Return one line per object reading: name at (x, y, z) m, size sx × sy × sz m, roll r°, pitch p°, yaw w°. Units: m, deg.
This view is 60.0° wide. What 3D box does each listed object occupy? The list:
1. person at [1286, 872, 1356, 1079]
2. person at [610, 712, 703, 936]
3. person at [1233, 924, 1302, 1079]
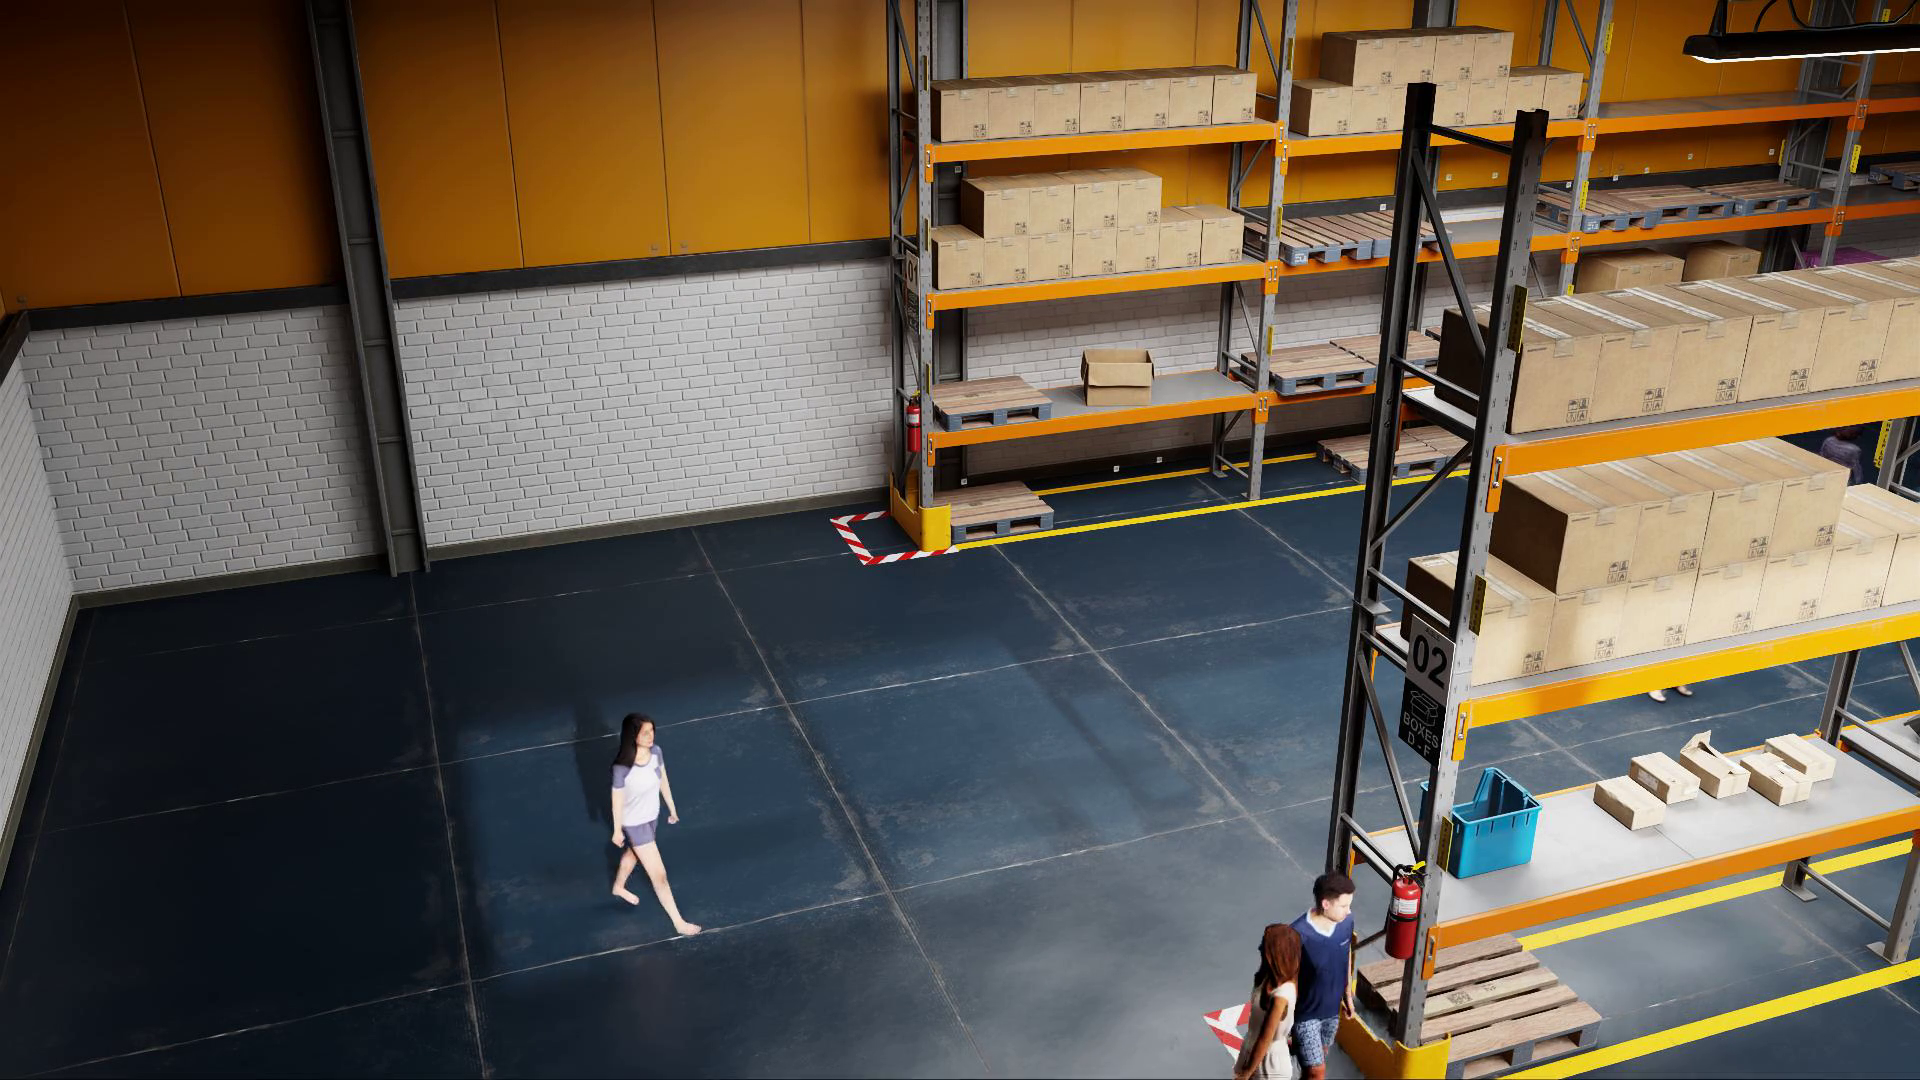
person at (2.034, 2.686, 9.785) m, size 1.072 × 1.810 × 0.817 m, roll -14°, pitch 27°, yaw -29°
person at (-2.293, 1.946, 11.671) m, size 1.132 × 1.655 × 1.113 m, roll 12°, pitch 27°, yaw 26°
person at (1.789, 2.937, 9.274) m, size 1.087 × 1.759 × 0.865 m, roll 2°, pitch 24°, yaw 4°
